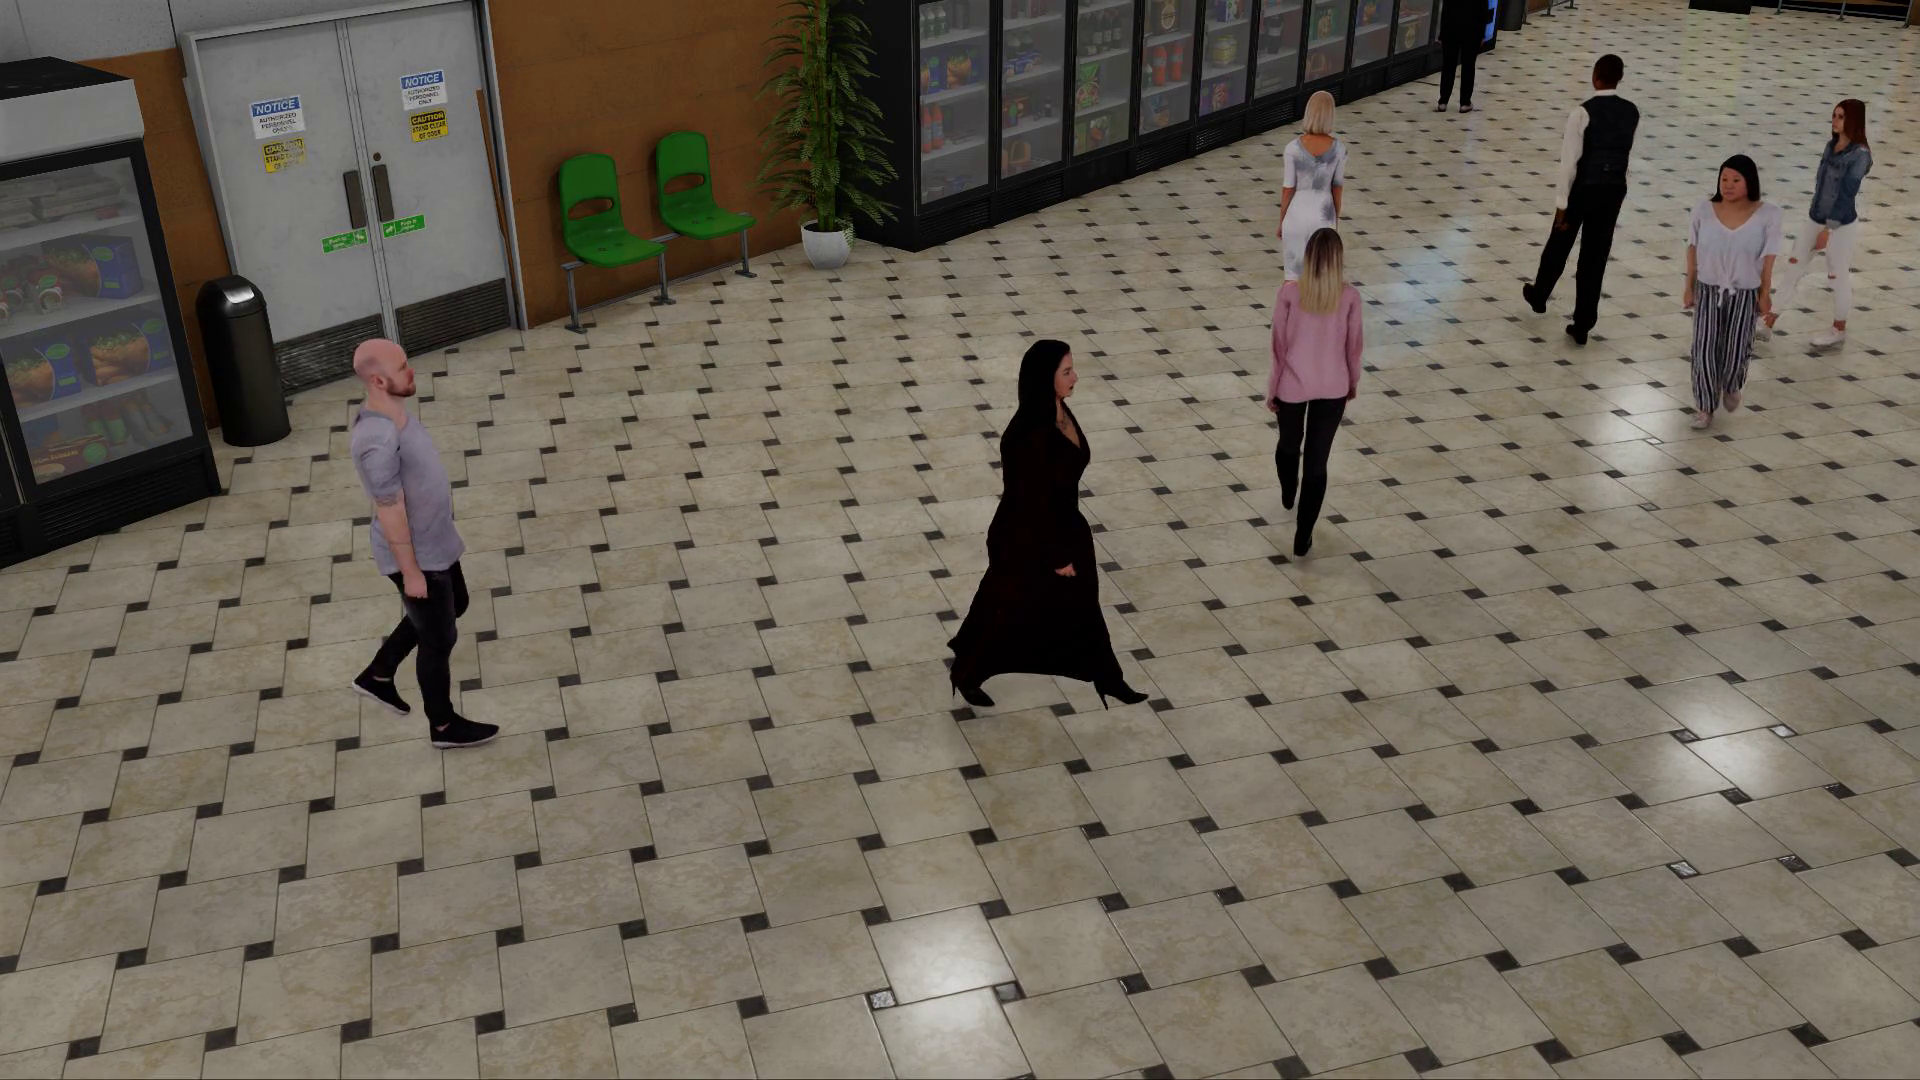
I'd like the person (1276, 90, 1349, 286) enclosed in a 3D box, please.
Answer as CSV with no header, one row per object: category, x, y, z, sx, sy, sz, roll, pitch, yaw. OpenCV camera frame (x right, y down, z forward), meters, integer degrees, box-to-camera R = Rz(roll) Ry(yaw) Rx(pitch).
person,2.331,-2.107,11.082,0.618,1.750,0.705,2,27,3

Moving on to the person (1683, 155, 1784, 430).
person,4.617,-1.494,9.976,0.683,1.657,0.783,16,31,29

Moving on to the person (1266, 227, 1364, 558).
person,1.782,-0.716,8.457,1.131,1.644,1.019,6,27,11

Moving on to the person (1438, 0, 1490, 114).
person,5.342,-5.383,17.696,0.666,1.612,0.784,11,29,20

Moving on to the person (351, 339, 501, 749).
person,-2.299,0.049,6.753,0.974,1.821,0.927,-6,27,-11

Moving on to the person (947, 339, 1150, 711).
person,0.224,0.008,6.960,1.224,1.706,0.940,9,28,17

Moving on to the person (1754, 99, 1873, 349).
person,5.899,-2.070,11.106,1.049,1.663,1.036,-6,28,-12

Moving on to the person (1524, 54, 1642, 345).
person,4.303,-2.255,11.228,1.171,1.883,1.181,0,27,0
